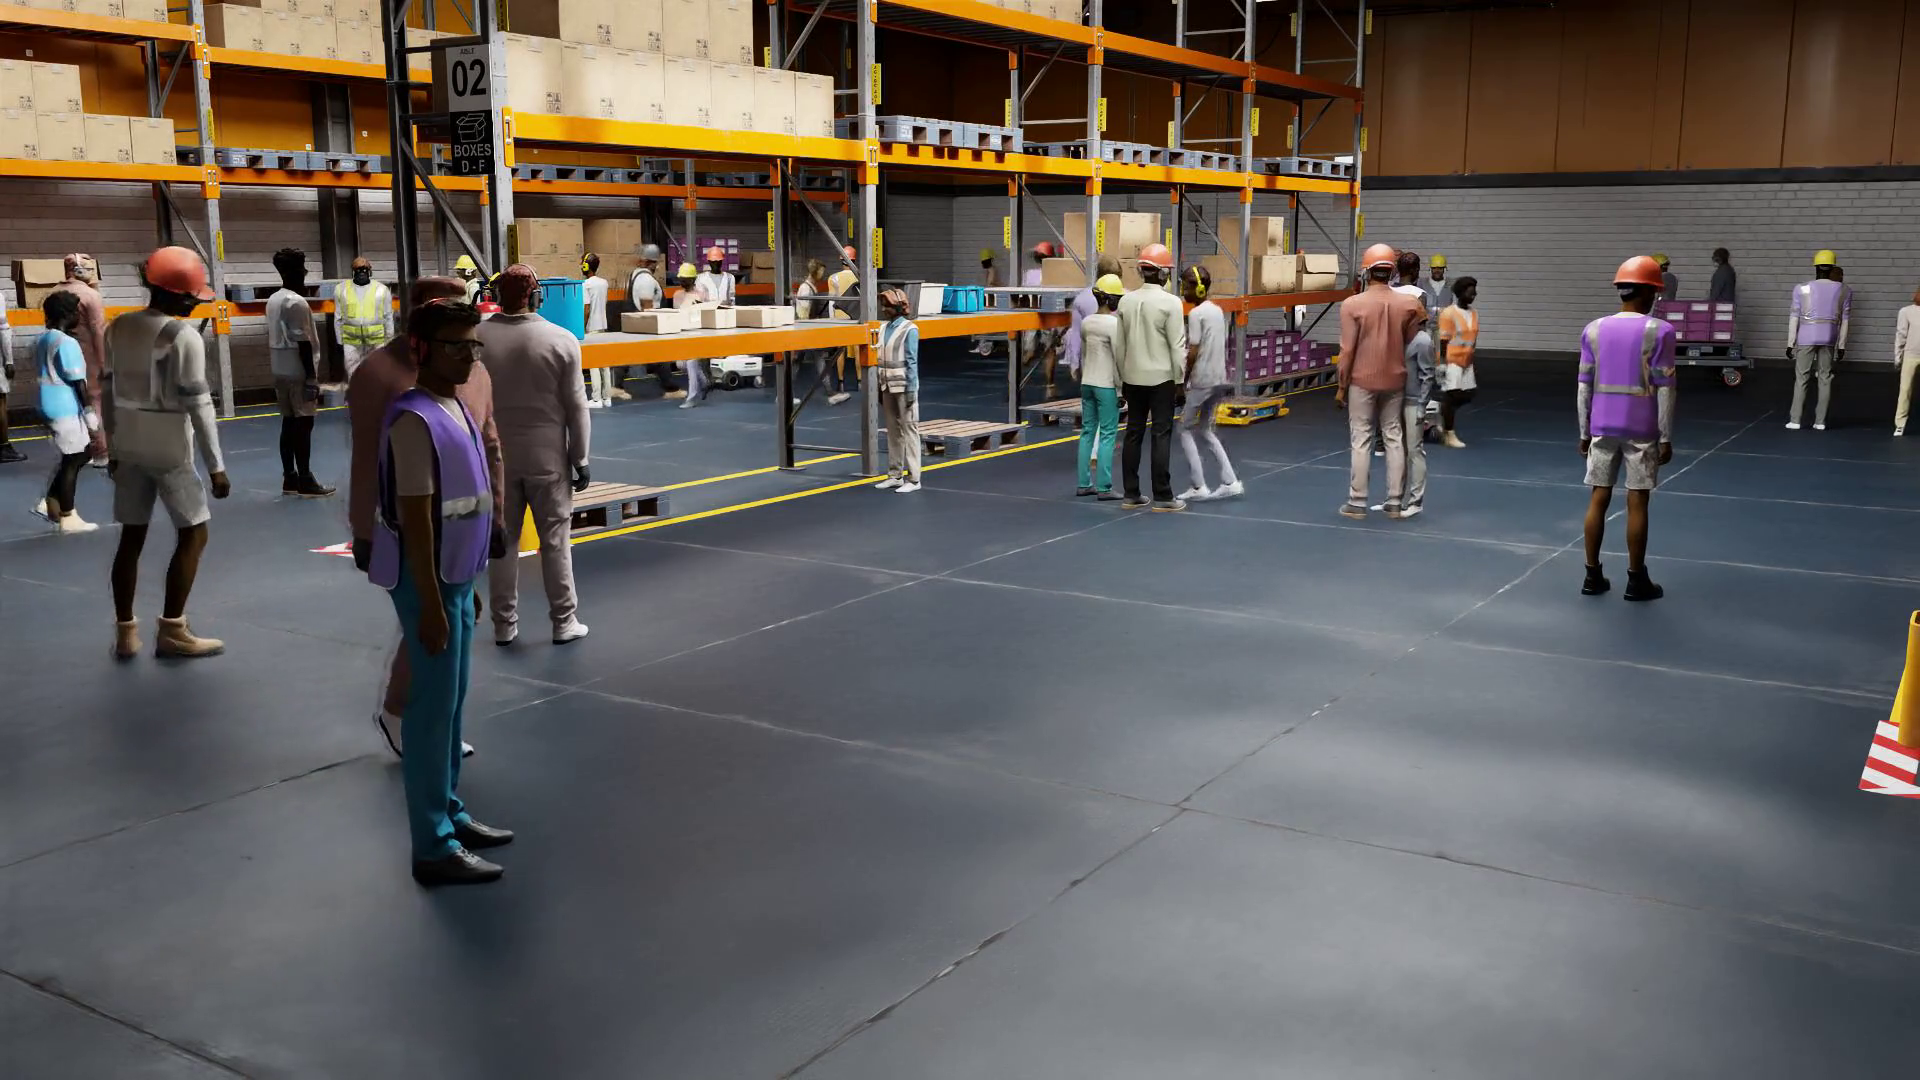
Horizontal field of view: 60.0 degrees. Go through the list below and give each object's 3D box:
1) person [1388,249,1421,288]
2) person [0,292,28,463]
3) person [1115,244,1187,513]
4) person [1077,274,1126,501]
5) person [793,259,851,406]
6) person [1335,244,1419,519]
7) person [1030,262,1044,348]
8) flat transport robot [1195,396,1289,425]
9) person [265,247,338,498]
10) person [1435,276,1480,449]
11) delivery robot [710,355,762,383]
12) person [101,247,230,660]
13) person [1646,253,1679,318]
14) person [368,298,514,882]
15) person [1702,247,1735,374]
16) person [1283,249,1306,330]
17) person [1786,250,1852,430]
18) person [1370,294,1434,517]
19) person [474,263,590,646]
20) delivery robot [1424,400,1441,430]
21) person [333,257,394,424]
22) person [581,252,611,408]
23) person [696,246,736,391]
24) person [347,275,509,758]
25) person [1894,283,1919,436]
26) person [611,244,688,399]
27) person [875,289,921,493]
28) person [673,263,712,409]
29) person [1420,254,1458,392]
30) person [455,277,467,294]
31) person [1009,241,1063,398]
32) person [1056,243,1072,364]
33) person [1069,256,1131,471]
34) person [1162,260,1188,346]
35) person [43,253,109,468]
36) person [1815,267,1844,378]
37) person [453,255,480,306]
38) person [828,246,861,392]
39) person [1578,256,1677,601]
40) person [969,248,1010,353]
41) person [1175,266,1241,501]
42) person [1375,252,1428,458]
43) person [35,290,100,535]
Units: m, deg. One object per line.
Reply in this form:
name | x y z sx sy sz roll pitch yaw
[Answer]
person | 5.767 -2.899 22.089 0.639 1.902 0.407 4 11 20
person | -8.858 -1.662 15.116 0.545 1.942 0.353 1 10 5
person | 1.440 -1.201 12.416 0.619 1.992 0.388 10 14 43
person | 1.133 -1.191 13.017 0.339 1.760 0.527 -6 12 -32
person | -1.820 -2.518 20.311 0.949 1.784 0.554 2 10 11
person | 3.023 -1.146 12.108 0.622 1.992 0.396 -2 10 -10
person | 1.553 -4.601 31.410 0.628 1.940 0.373 -8 13 -38
flat transport robot | 3.135 -1.470 18.680 0.652 0.197 1.431 6 12 31
person | -5.220 -1.312 13.104 0.361 1.965 0.613 -10 14 -43
person | 4.825 -1.746 16.302 0.541 1.680 0.476 -6 12 -32
delivery robot | -3.049 -2.377 22.661 0.707 0.478 0.477 -9 14 -42
person | -3.882 -0.402 8.021 0.692 1.994 0.474 5 11 24
person | 10.367 -3.337 24.710 0.588 1.828 0.403 -7 12 -34
person | -1.670 0.155 5.322 0.394 1.841 0.564 -1 10 -6
person | 11.403 -3.403 24.837 0.493 1.915 0.666 7 13 35
person | 5.296 -3.660 26.366 0.350 1.879 0.578 9 14 41
person | 9.140 -2.122 17.738 0.589 1.922 0.390 2 10 11
person | 3.272 -0.984 12.208 0.285 1.633 0.501 -3 11 -19
person | -2.166 -0.419 8.323 0.654 1.906 0.406 0 10 -1
delivery robot | 4.600 -1.329 16.853 0.477 0.478 0.707 -1 10 -6
person | -6.580 -2.196 18.386 0.624 1.837 0.429 -3 11 -14
person | -4.434 -2.523 20.078 0.328 1.873 0.520 4 11 22
person | -3.263 -2.966 22.348 0.548 1.936 0.378 -4 11 -19
person | -2.024 -0.074 6.462 0.436 1.883 0.661 6 12 29
person | 9.890 -1.862 17.111 0.505 1.626 0.283 4 11 22
person | -4.020 -2.795 21.116 1.035 2.000 0.679 -7 12 -32
person | -0.500 -1.198 13.404 0.312 1.634 0.513 -8 13 -37
person | -3.225 -2.480 20.160 0.531 1.748 0.582 8 13 37
person | 6.335 -2.883 22.185 0.605 1.828 0.404 2 10 9
person | -5.246 -1.911 17.337 0.311 1.636 0.523 -8 13 -38
person | 0.975 -2.770 21.072 0.616 2.018 0.868 8 13 39
person | 1.730 -3.864 27.180 0.463 1.983 0.632 -8 13 -37
person | 1.307 -1.583 14.867 0.619 1.879 1.047 5 11 26
person | 2.996 -3.050 23.120 0.641 1.839 0.430 2 10 13
person | -7.804 -1.592 14.833 0.642 1.905 0.399 4 11 23
person | 12.846 -3.211 24.572 0.274 1.632 0.503 5 11 26
person | -6.138 -2.640 20.834 0.404 1.832 0.594 -5 11 -26
person | -1.479 -2.941 22.213 0.551 1.937 0.357 0 10 -2
person | 3.767 -0.625 9.398 0.375 1.931 0.542 -10 14 -43
person | 0.595 -4.270 29.730 0.754 1.888 0.591 -2 10 -11
person | 1.890 -1.184 12.791 0.473 1.827 0.516 7 12 34
person | 4.096 -1.709 15.481 0.392 1.911 0.582 -4 11 -23
person | -6.155 -0.875 11.465 0.372 1.684 0.545 -9 13 -40
